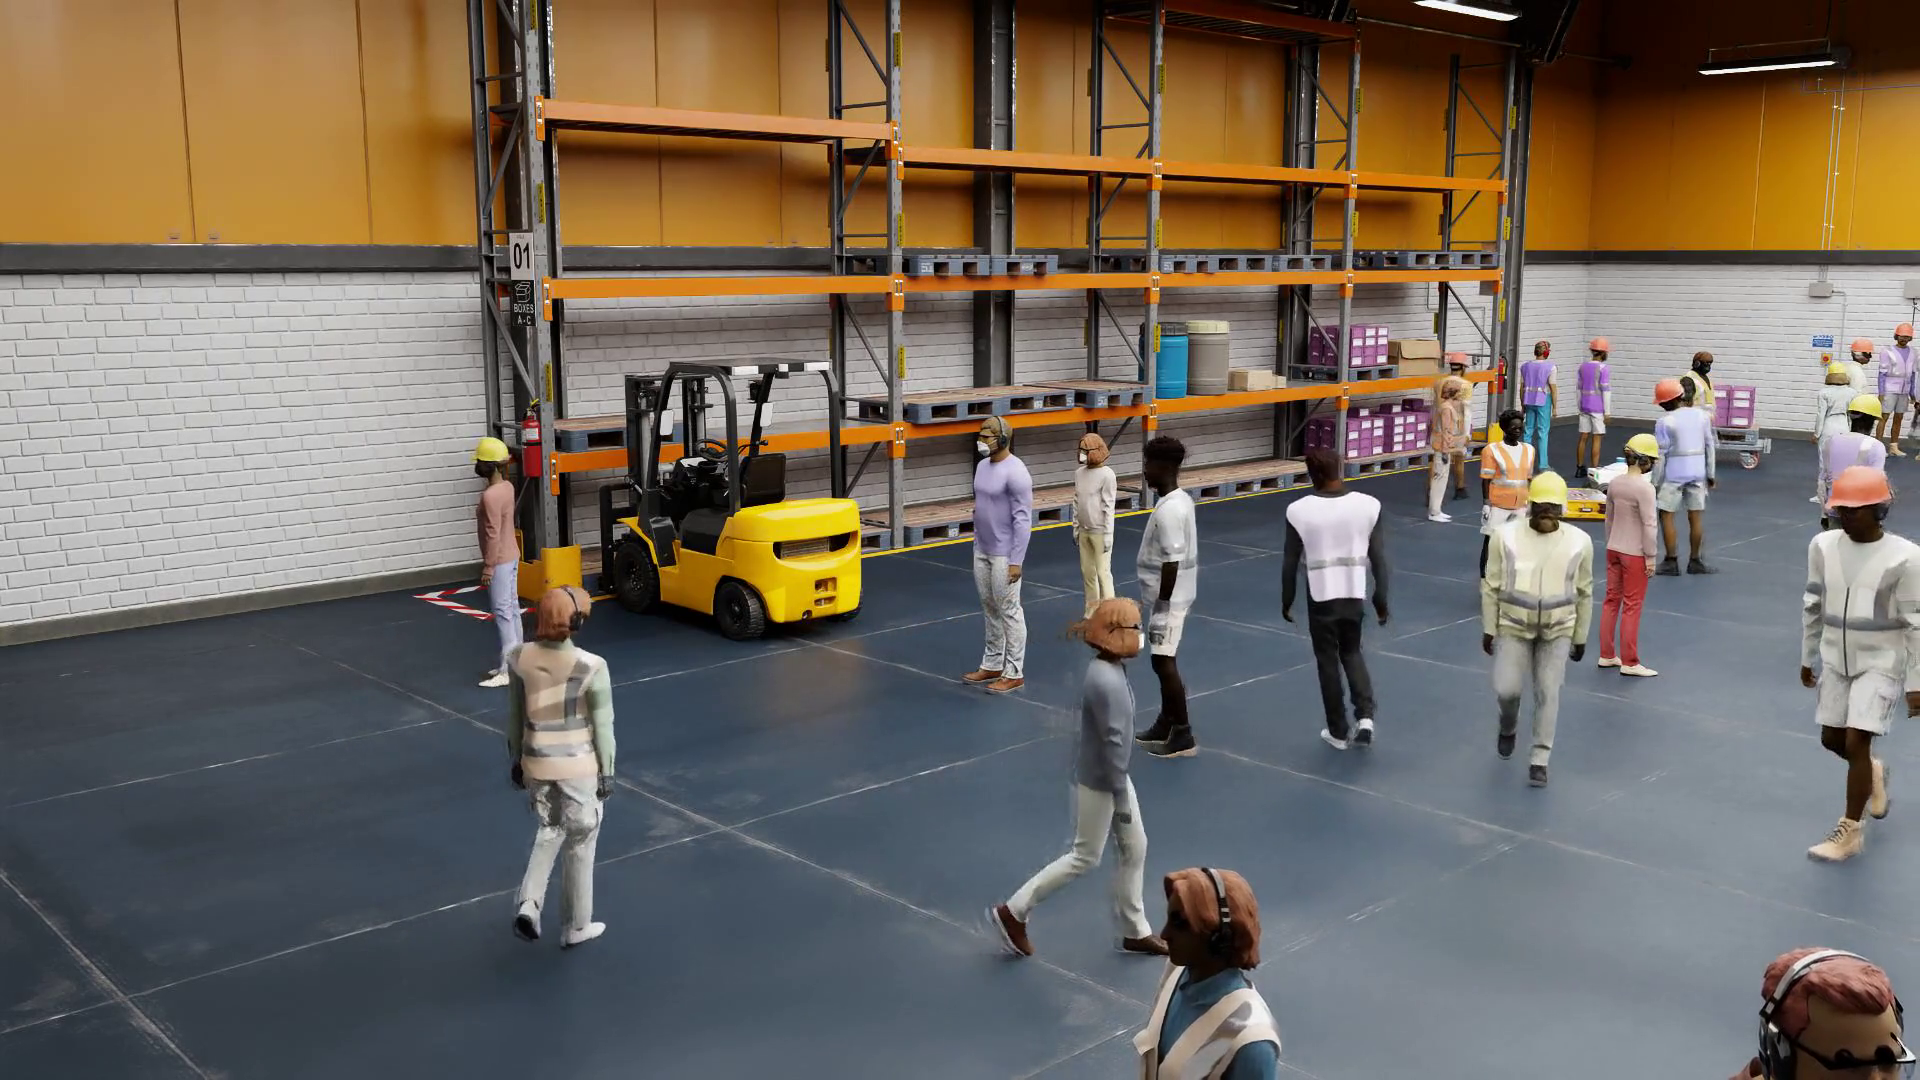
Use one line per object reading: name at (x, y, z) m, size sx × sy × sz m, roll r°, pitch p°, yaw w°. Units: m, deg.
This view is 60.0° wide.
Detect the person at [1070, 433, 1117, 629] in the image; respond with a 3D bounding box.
person at (1.076, -0.050, 13.394) m, size 0.280 × 1.624 × 0.494 m, roll -6°, pitch 12°, yaw -33°

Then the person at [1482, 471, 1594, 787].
person at (3.332, 0.495, 9.616) m, size 0.610 × 1.821 × 0.492 m, roll 2°, pitch 10°, yaw 14°

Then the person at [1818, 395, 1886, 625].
person at (7.271, -0.221, 13.544) m, size 0.379 × 1.915 × 0.585 m, roll -4°, pitch 10°, yaw -22°

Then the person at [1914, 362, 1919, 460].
person at (14.457, -2.074, 24.607) m, size 0.624 × 1.845 × 0.430 m, roll 2°, pitch 10°, yaw 14°

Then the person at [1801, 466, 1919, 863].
person at (4.636, 0.602, 8.464) m, size 0.792 × 2.011 × 0.651 m, roll -6°, pitch 11°, yaw -31°

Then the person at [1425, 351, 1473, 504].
person at (6.026, -1.373, 20.441) m, size 0.560 × 1.877 × 1.025 m, roll 8°, pitch 13°, yaw 41°

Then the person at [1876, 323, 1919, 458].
person at (14.129, -2.249, 25.050) m, size 0.609 × 2.040 × 0.394 m, roll -1°, pitch 10°, yaw -7°

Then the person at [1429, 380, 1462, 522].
person at (5.562, -1.020, 19.063) m, size 0.320 × 1.628 × 0.522 m, roll 3°, pitch 10°, yaw 19°

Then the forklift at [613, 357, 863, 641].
forklift at (-1.847, -0.414, 13.852) m, size 1.214 × 2.155 × 2.313 m, roll -9°, pitch 13°, yaw -42°

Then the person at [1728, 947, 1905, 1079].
person at (1.426, 1.610, 2.845) m, size 0.641 × 1.908 × 0.407 m, roll -2°, pitch 10°, yaw -11°

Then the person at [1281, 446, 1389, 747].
person at (2.299, 0.368, 10.259) m, size 0.644 × 1.864 × 0.488 m, roll -1°, pitch 10°, yaw -7°

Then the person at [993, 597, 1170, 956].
person at (0.549, 1.026, 7.142) m, size 0.751 × 1.605 × 0.494 m, roll 2°, pitch 10°, yaw 12°

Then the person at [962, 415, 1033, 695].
person at (0.263, 0.099, 11.599) m, size 0.362 × 1.939 × 0.636 m, roll -5°, pitch 11°, yaw -28°

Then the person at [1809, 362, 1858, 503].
person at (10.732, -1.311, 20.454) m, size 0.484 × 1.735 × 0.311 m, roll 0°, pitch 10°, yaw -1°

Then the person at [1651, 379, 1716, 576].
person at (6.921, -0.596, 15.861) m, size 0.701 × 1.887 × 0.376 m, roll -1°, pitch 10°, yaw -8°

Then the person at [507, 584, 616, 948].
person at (-1.734, 0.997, 7.262) m, size 0.531 × 1.621 × 0.393 m, roll 3°, pitch 10°, yaw 20°

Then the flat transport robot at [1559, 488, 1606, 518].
flat transport robot at (7.292, -0.451, 19.695) m, size 0.652 × 0.197 × 1.431 m, roll 2°, pitch 10°, yaw 11°

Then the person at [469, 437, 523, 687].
person at (-3.279, 0.154, 11.773) m, size 0.309 × 1.772 × 0.525 m, roll 0°, pitch 10°, yaw -3°

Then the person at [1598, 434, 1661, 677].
person at (4.889, 0.106, 12.089) m, size 0.324 × 1.760 × 0.523 m, roll -2°, pitch 10°, yaw -13°

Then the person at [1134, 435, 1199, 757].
person at (1.243, 0.350, 10.108) m, size 0.471 × 1.961 × 0.654 m, roll 2°, pitch 10°, yaw 13°

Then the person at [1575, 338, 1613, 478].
person at (8.647, -1.776, 22.617) m, size 0.381 × 1.933 × 0.566 m, roll -4°, pitch 11°, yaw -23°

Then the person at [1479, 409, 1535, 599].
person at (4.832, -0.310, 14.696) m, size 0.533 × 1.697 × 0.319 m, roll -3°, pitch 10°, yaw -15°

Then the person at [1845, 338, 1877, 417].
person at (11.426, -1.580, 21.268) m, size 0.394 × 1.990 × 0.618 m, roll 3°, pitch 10°, yaw 18°

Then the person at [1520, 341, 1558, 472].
person at (8.131, -1.873, 23.409) m, size 0.390 × 1.847 × 0.563 m, roll -8°, pitch 13°, yaw -39°

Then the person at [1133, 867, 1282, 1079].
person at (0.583, 1.556, 3.939) m, size 0.313 × 1.642 × 0.513 m, roll -3°, pitch 10°, yaw -16°

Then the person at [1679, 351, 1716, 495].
person at (9.341, -1.470, 21.091) m, size 0.621 × 1.837 × 0.429 m, roll -9°, pitch 13°, yaw -43°

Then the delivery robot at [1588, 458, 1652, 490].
delivery robot at (8.116, -0.769, 20.451) m, size 0.707 × 0.478 × 0.477 m, roll 0°, pitch 10°, yaw 1°

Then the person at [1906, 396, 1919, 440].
person at (12.028, -1.389, 20.598) m, size 0.524 × 1.847 × 0.793 m, roll 0°, pitch 10°, yaw 1°
